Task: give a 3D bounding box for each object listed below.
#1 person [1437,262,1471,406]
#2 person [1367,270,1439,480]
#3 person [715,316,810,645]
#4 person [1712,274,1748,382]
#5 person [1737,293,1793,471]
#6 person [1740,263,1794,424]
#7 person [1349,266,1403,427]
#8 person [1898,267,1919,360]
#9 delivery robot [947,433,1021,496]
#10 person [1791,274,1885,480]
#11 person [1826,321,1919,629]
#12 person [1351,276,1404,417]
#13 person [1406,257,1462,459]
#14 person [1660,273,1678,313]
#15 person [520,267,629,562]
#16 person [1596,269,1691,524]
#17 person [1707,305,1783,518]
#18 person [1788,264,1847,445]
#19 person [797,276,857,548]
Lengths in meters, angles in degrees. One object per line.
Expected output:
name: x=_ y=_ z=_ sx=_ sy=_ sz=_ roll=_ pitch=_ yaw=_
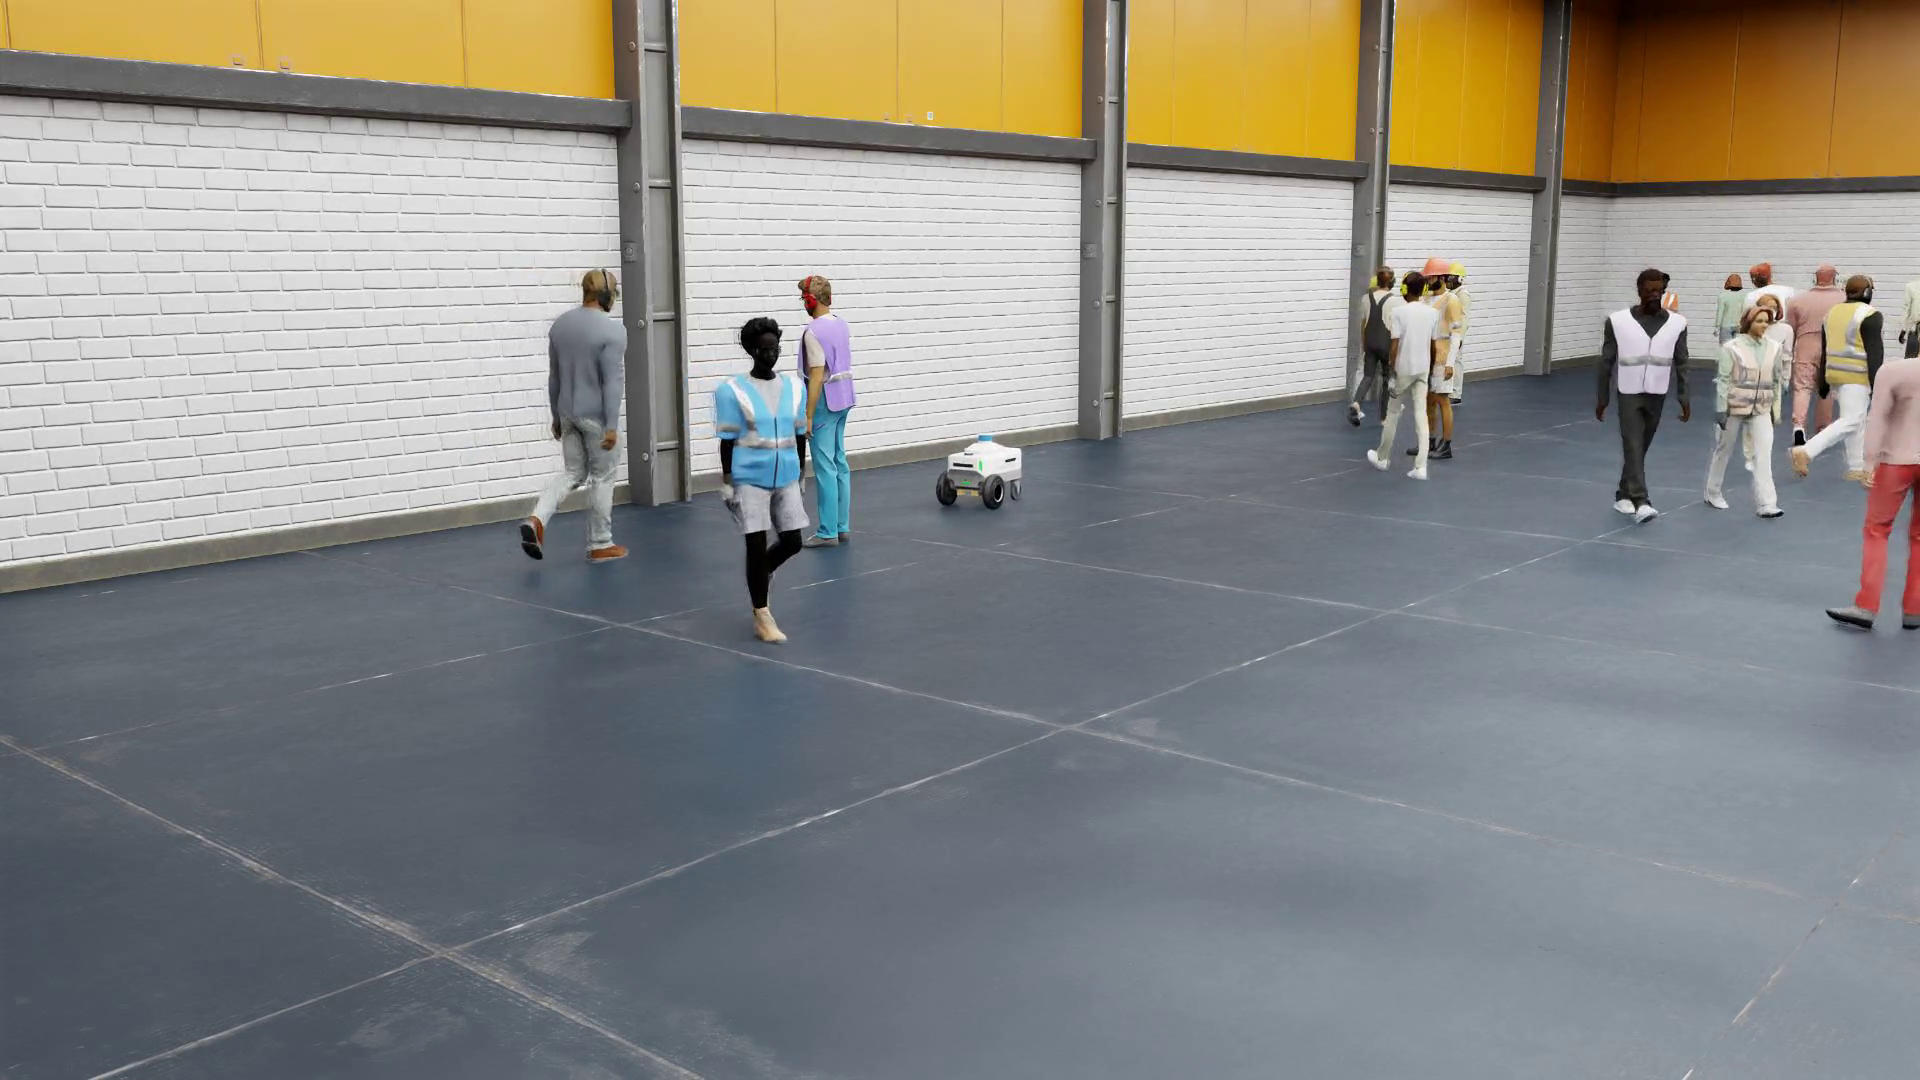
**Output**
person: x=6.331 y=-2.646 z=21.424 sx=0.404 sy=1.836 sz=0.600 roll=-1 pitch=10 yaw=-5
person: x=3.992 y=-1.477 z=14.823 sx=0.541 sy=1.815 sz=0.978 roll=-2 pitch=10 yaw=-12
person: x=-1.041 y=-0.320 z=8.630 sx=0.540 sy=1.682 sz=0.540 roll=-6 pitch=12 yaw=-32
person: x=11.633 y=-3.189 z=25.096 sx=0.507 sy=1.633 sz=0.278 roll=-1 pitch=10 yaw=-4
person: x=7.302 y=-1.442 z=15.192 sx=0.501 sy=1.623 sz=0.435 roll=1 pitch=10 yaw=8
person: x=9.229 y=-2.231 z=19.037 sx=0.676 sy=1.854 sz=0.386 roll=1 pitch=10 yaw=3
person: x=4.693 y=-2.159 z=18.703 sx=0.518 sy=1.825 sz=0.738 roll=8 pitch=13 yaw=38
person: x=12.509 y=-2.720 z=21.513 sx=0.538 sy=1.953 sz=0.648 roll=-9 pitch=13 yaw=-42
delivery robot: x=0.197 y=-0.600 z=13.159 sx=0.477 sy=0.478 sz=0.707 roll=6 pitch=12 yaw=29
person: x=7.639 y=-1.387 z=14.380 sx=0.830 sy=1.803 sz=0.619 roll=-1 pitch=10 yaw=-5
person: x=5.065 y=-0.383 z=8.863 sx=0.619 sy=1.721 sz=0.446 roll=2 pitch=10 yaw=9
person: x=5.010 y=-2.326 z=19.999 sx=0.917 sy=1.686 sz=0.510 roll=-8 pitch=13 yaw=-40
person: x=4.562 y=-1.742 z=15.997 sx=0.373 sy=1.934 sz=0.551 roll=-3 pitch=10 yaw=-18
person: x=10.610 y=-3.247 z=25.353 sx=0.558 sy=1.665 sz=0.761 roll=2 pitch=10 yaw=11
person: x=-2.423 y=-0.764 z=10.515 sx=0.645 sy=1.910 sz=0.722 roll=7 pitch=12 yaw=35
person: x=5.101 y=-1.070 z=12.364 sx=0.616 sy=1.861 sz=0.990 roll=0 pitch=10 yaw=2
person: x=5.979 y=-0.980 z=12.620 sx=0.534 sy=1.587 sz=0.885 roll=-1 pitch=10 yaw=-4
person: x=8.869 y=-1.917 z=17.224 sx=0.647 sy=1.863 sz=0.996 roll=7 pitch=12 yaw=34
person: x=-0.906 y=-0.860 z=11.255 sx=0.388 sy=1.837 sz=0.563 roll=3 pitch=10 yaw=17
